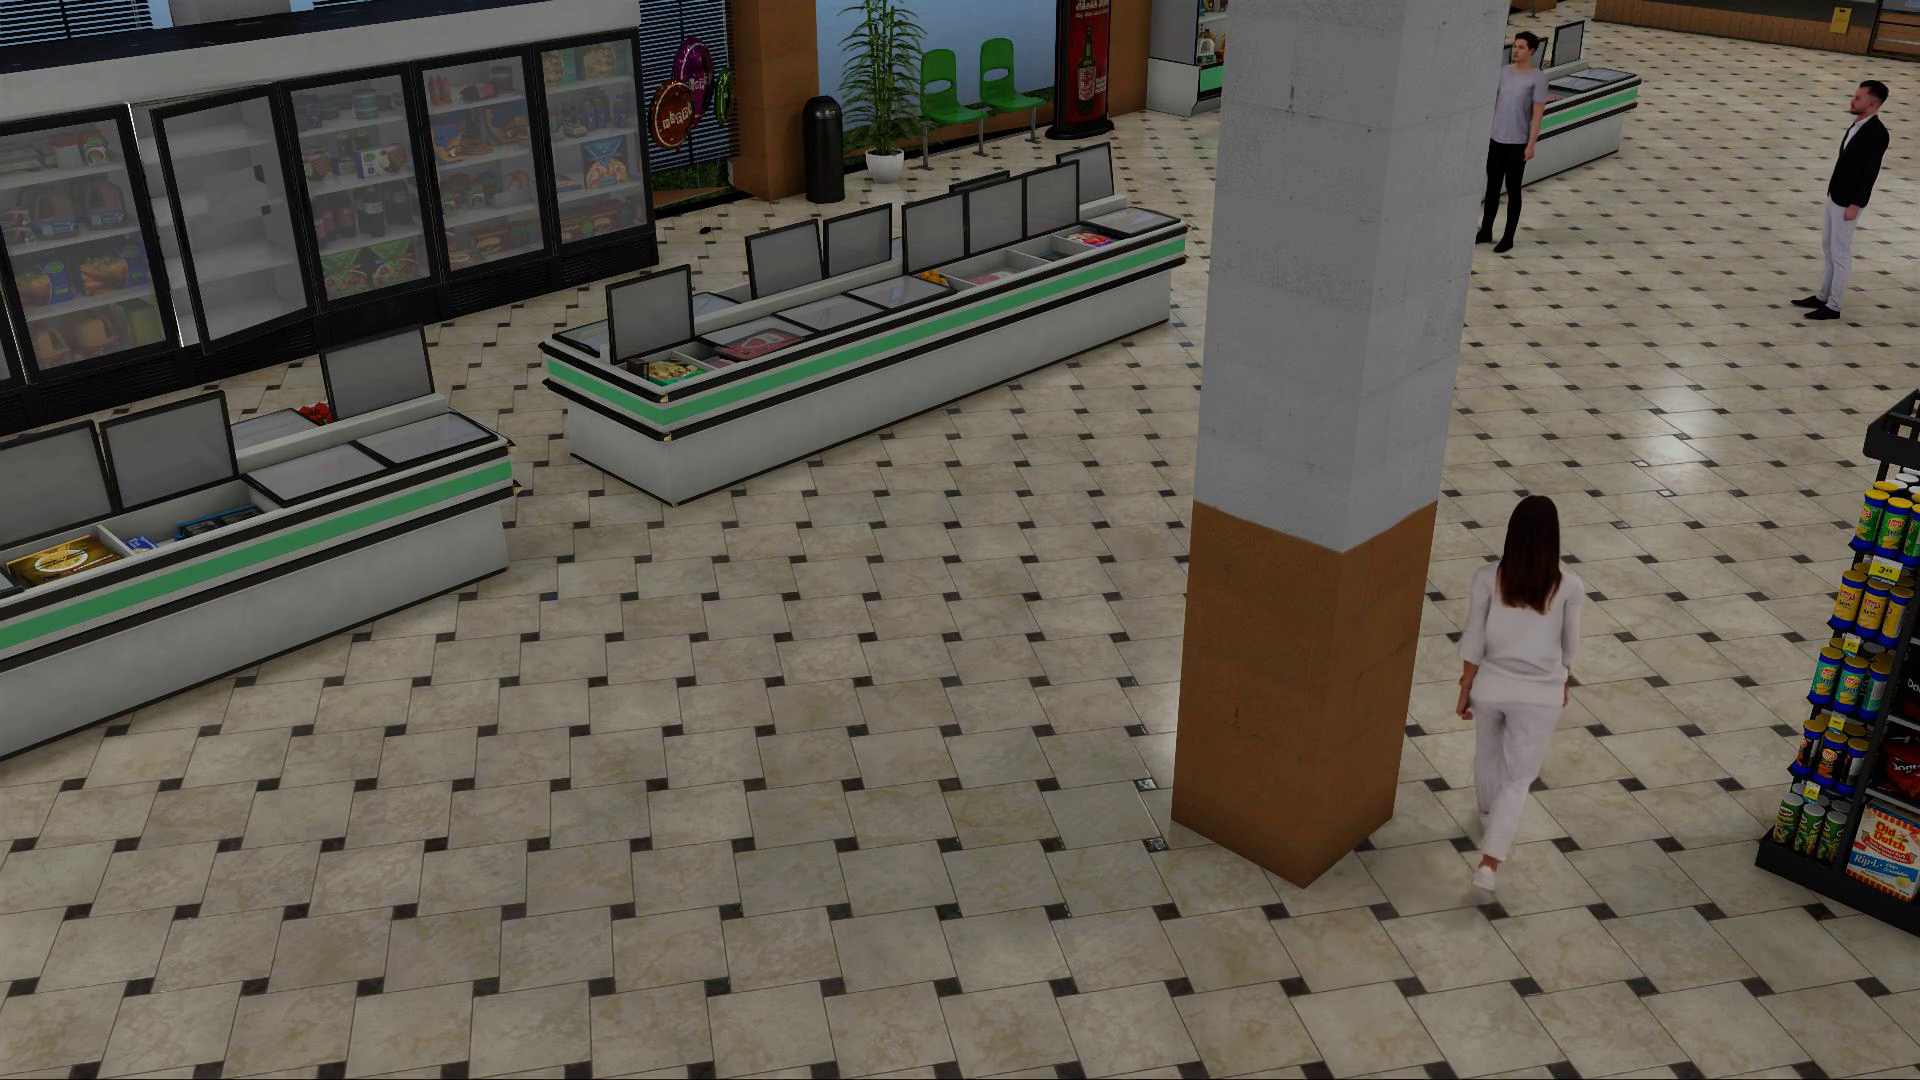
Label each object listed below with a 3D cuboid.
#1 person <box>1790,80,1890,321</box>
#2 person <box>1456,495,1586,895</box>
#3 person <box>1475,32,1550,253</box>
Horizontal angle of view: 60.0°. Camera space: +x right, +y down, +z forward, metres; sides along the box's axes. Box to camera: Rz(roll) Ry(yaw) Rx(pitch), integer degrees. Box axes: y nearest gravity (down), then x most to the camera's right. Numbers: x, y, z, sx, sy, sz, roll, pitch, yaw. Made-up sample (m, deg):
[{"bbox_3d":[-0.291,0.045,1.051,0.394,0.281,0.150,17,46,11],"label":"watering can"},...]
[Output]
[{"bbox_3d":[6.887,-2.630,12.878,0.803,1.843,0.700,5,27,9],"label":"person"},{"bbox_3d":[2.212,0.643,6.625,0.833,1.659,1.145,13,29,23],"label":"person"},{"bbox_3d":[4.814,-3.480,14.530,0.596,1.863,0.696,-18,32,-32],"label":"person"}]
